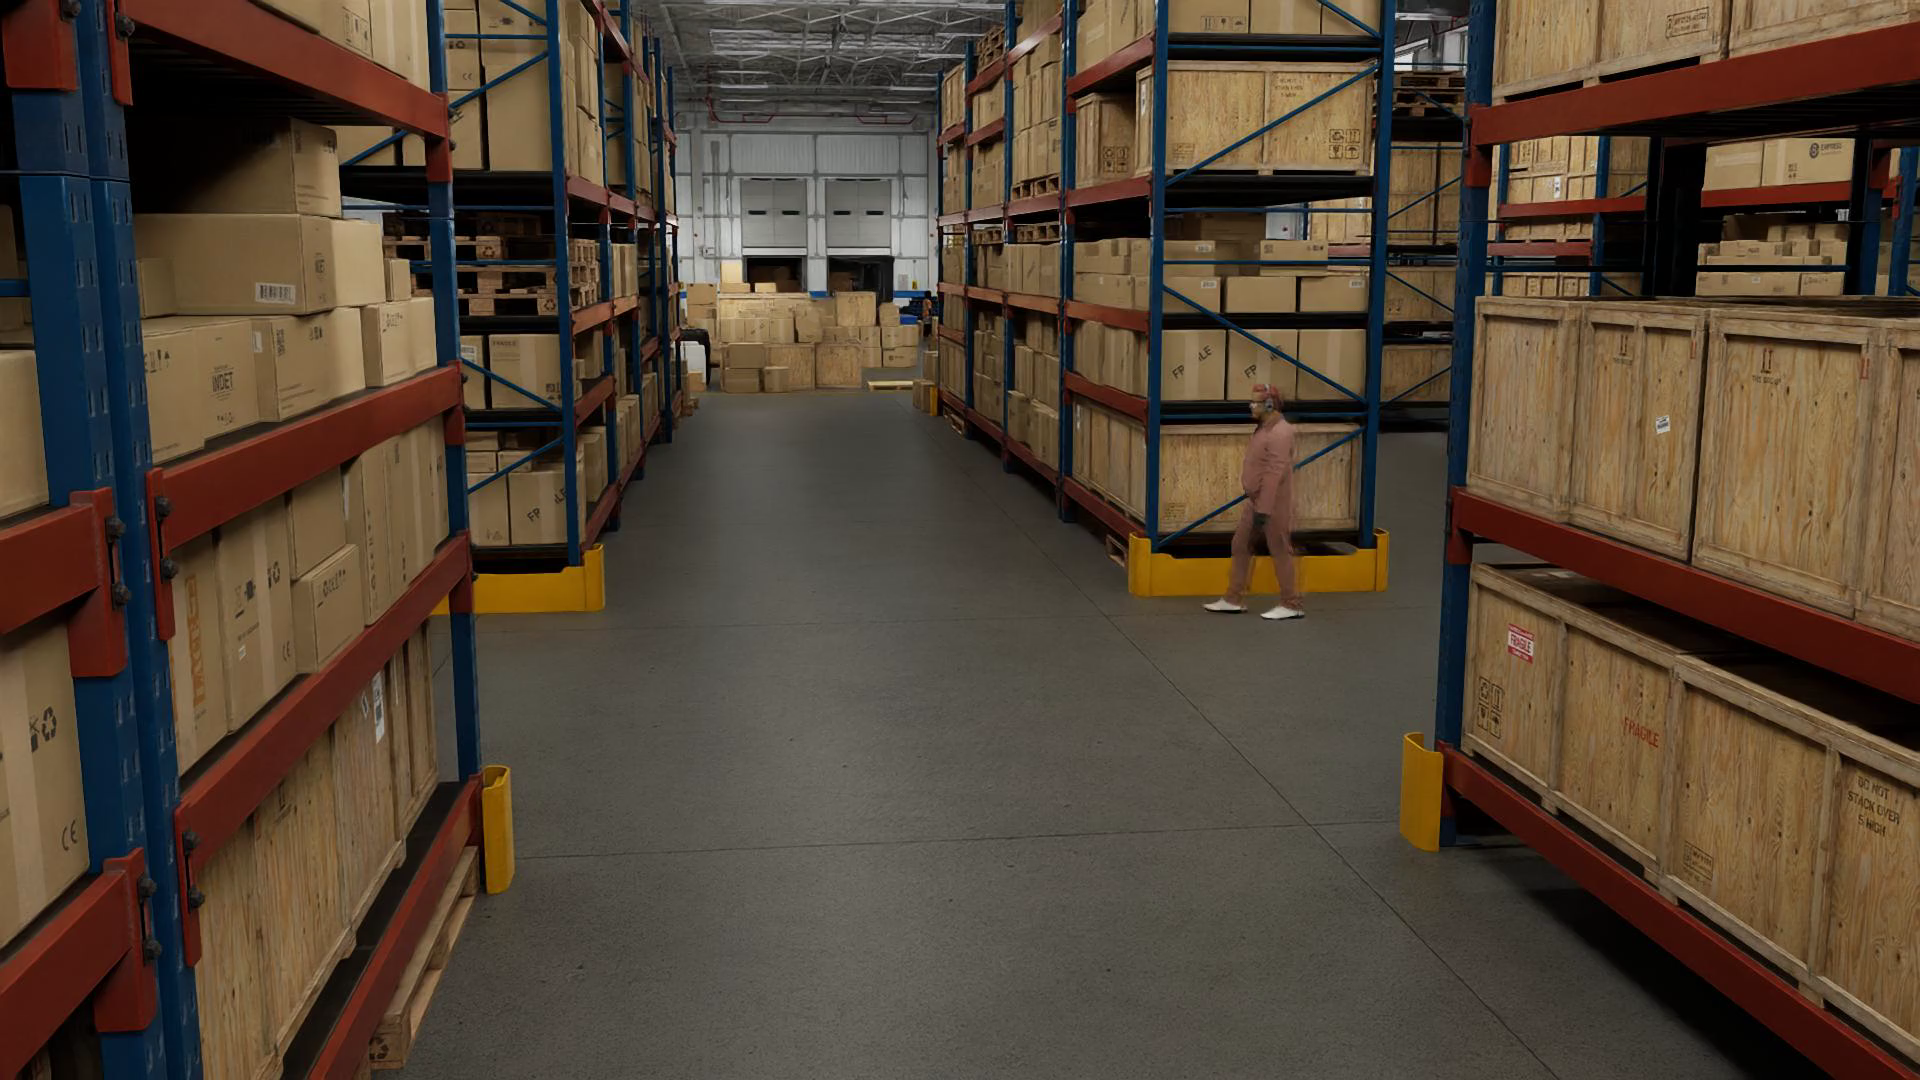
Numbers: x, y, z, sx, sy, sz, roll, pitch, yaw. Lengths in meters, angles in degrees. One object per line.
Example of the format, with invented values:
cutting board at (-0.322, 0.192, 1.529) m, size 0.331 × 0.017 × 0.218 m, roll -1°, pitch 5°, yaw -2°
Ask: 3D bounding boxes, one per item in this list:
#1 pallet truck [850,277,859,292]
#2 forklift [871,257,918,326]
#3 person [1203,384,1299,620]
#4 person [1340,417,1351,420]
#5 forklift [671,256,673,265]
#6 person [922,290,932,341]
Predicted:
pallet truck at (-3.782, -9.391, 65.808) m, size 1.885 × 1.965 × 0.823 m, roll 2°, pitch 10°, yaw 10°
forklift at (-2.263, -6.937, 48.952) m, size 1.873 × 2.768 × 1.129 m, roll -6°, pitch 11°, yaw -31°
person at (2.320, -0.290, 13.153) m, size 0.854 × 1.873 × 0.670 m, roll -1°, pitch 10°, yaw -5°
person at (4.046, -1.052, 18.170) m, size 0.330 × 1.687 × 0.576 m, roll -7°, pitch 12°, yaw -37°
forklift at (-11.044, -9.144, 61.803) m, size 1.129 × 2.768 × 1.873 m, roll -1°, pitch 10°, yaw -7°
person at (-1.083, -7.521, 55.793) m, size 0.317 × 1.695 × 0.540 m, roll -4°, pitch 11°, yaw -22°
